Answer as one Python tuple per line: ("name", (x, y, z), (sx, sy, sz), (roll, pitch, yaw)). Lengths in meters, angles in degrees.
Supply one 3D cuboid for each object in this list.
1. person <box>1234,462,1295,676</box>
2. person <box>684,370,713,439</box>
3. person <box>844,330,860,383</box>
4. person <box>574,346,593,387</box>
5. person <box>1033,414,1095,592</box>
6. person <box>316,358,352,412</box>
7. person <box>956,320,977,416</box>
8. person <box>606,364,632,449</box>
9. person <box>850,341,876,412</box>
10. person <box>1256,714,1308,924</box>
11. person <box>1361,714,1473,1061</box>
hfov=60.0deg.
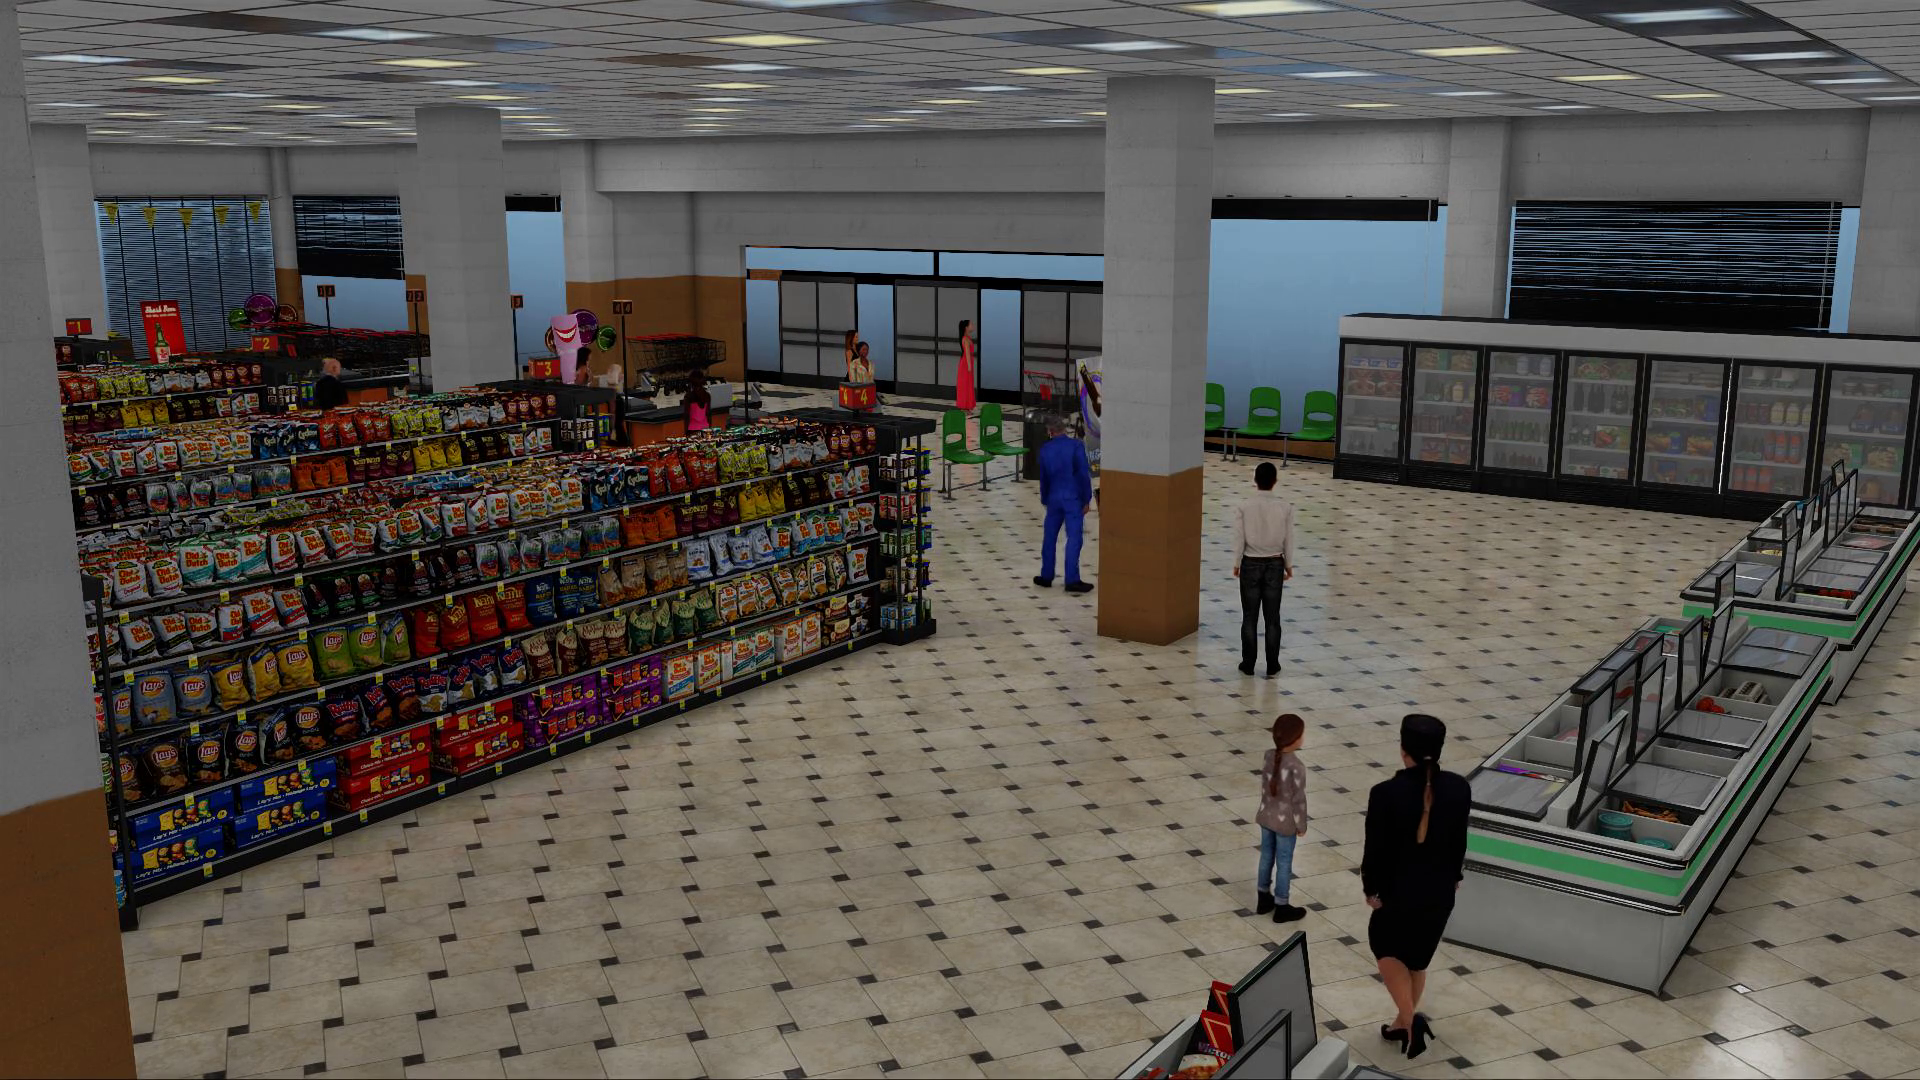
("person", (2.547, 0.240, 13.999), (0.743, 1.812, 0.739), (1, 12, 6))
("person", (-3.449, -1.390, 21.955), (0.602, 1.724, 0.695), (-7, 14, -31))
("person", (-1.719, -2.469, 26.809), (0.709, 1.835, 0.585), (3, 12, 12))
("person", (-6.024, -2.200, 26.108), (0.955, 1.597, 0.828), (-5, 13, -21))
("person", (1.105, -0.369, 16.954), (0.546, 1.786, 0.828), (-10, 15, -40))
("person", (-8.576, -1.542, 22.566), (0.718, 1.768, 1.066), (10, 15, 39))
("person", (0.118, -3.153, 30.317), (0.774, 1.727, 0.701), (-1, 12, -5))
("person", (-4.721, -1.486, 22.420), (1.020, 1.719, 0.944), (-3, 12, -13))
("person", (-1.478, -2.125, 25.273), (0.572, 1.793, 0.718), (-9, 15, -36))
("person", (1.789, 1.543, 9.306), (0.548, 1.195, 0.529), (-8, 14, -34))
("person", (2.115, 1.647, 7.680), (0.923, 1.661, 0.983), (-2, 12, -11))
